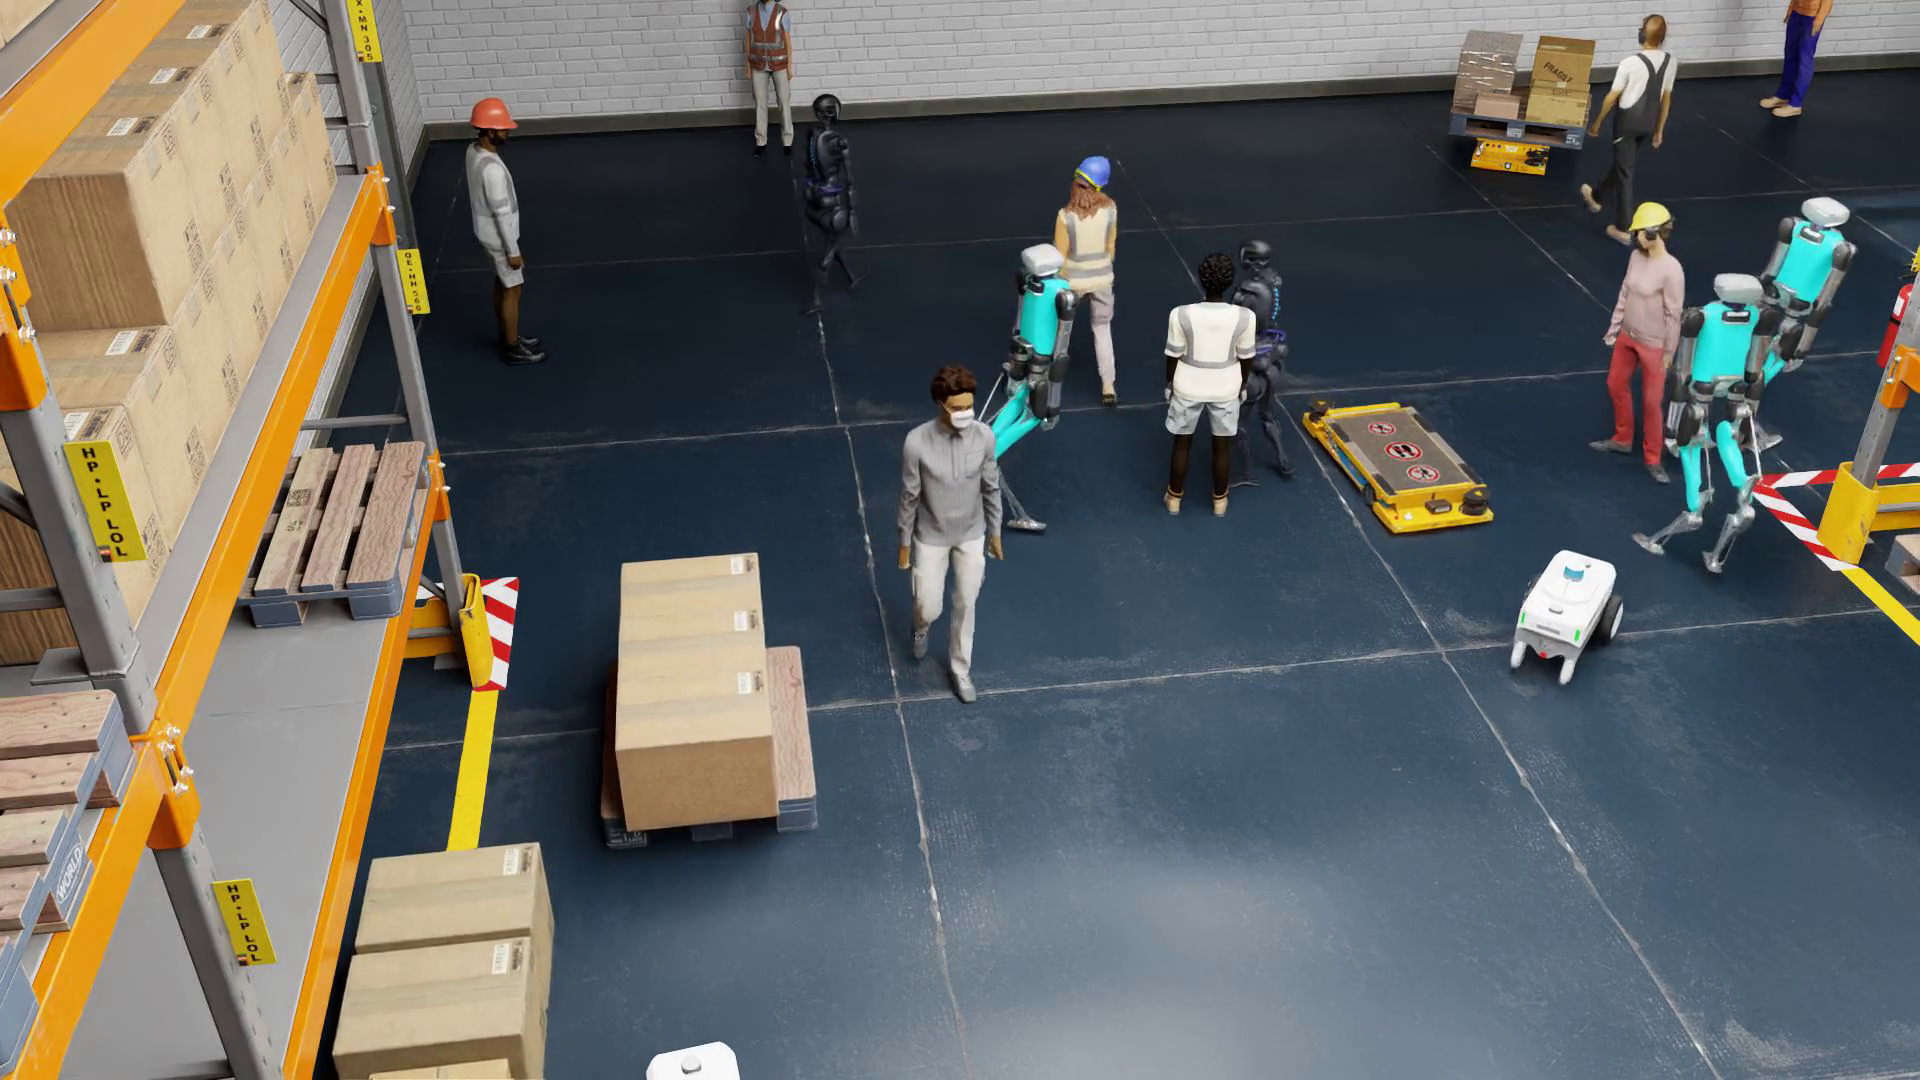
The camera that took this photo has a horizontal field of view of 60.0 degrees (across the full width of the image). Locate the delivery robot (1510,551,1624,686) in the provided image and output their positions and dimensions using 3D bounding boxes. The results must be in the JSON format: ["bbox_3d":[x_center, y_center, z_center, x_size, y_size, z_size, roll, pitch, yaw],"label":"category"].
[{"bbox_3d":[3.286,0.381,9.025,0.499,0.614,0.818,20,38,27],"label":"delivery robot"}]

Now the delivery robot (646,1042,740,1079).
[{"bbox_3d":[-0.938,2.258,6.128,0.499,0.592,0.774,-9,34,-13],"label":"delivery robot"}]

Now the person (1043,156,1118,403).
[{"bbox_3d":[0.831,-1.740,11.176,0.470,1.731,0.732,-5,34,-8],"label":"person"}]

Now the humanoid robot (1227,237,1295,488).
[{"bbox_3d":[1.865,-1.065,10.201,0.452,1.648,0.612,23,40,31],"label":"humanoid robot"}]

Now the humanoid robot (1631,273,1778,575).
[{"bbox_3d":[4.296,-0.560,9.361,0.532,1.762,0.782,-3,33,-4],"label":"humanoid robot"}]

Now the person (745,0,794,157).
[{"bbox_3d":[-1.744,-4.353,15.221,0.437,1.690,0.311,3,33,5],"label":"person"}]

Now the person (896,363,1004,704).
[{"bbox_3d":[-0.054,-0.052,8.450,0.565,1.886,0.501,-10,34,-14],"label":"person"}]

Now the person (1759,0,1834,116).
[{"bbox_3d":[8.236,-5.136,16.170,0.406,1.975,0.510,-6,34,-10],"label":"person"}]

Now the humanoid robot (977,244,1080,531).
[{"bbox_3d":[0.288,-0.822,9.760,0.764,1.764,0.563,-18,37,-25],"label":"humanoid robot"}]

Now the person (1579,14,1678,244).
[{"bbox_3d":[5.478,-3.436,13.720,0.512,1.803,0.936,-10,34,-15],"label":"person"}]

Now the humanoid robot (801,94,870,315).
[{"bbox_3d":[-0.947,-2.544,12.491,0.759,1.625,0.590,-24,40,-32],"label":"humanoid robot"}]

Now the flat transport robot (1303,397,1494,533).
[{"bbox_3d":[2.779,-0.514,10.640,0.659,0.231,1.431,-7,34,-11],"label":"flat transport robot"}]

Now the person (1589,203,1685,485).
[{"bbox_3d":[4.314,-1.210,10.383,0.319,1.713,0.746,-10,35,-15],"label":"person"}]

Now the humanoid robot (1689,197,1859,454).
[{"bbox_3d":[4.978,-1.242,10.415,0.922,1.766,0.556,-14,36,-20],"label":"humanoid robot"}]

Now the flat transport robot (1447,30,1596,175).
[{"bbox_3d":[5.227,-3.789,15.658,0.659,0.231,1.431,12,35,17],"label":"flat transport robot"}]

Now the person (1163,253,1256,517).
[{"bbox_3d":[1.470,-0.903,9.936,0.536,1.692,0.319,2,33,2],"label":"person"}]

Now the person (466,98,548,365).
[{"bbox_3d":[-3.181,-2.136,11.617,0.387,1.924,0.547,-16,37,-23],"label":"person"}]
